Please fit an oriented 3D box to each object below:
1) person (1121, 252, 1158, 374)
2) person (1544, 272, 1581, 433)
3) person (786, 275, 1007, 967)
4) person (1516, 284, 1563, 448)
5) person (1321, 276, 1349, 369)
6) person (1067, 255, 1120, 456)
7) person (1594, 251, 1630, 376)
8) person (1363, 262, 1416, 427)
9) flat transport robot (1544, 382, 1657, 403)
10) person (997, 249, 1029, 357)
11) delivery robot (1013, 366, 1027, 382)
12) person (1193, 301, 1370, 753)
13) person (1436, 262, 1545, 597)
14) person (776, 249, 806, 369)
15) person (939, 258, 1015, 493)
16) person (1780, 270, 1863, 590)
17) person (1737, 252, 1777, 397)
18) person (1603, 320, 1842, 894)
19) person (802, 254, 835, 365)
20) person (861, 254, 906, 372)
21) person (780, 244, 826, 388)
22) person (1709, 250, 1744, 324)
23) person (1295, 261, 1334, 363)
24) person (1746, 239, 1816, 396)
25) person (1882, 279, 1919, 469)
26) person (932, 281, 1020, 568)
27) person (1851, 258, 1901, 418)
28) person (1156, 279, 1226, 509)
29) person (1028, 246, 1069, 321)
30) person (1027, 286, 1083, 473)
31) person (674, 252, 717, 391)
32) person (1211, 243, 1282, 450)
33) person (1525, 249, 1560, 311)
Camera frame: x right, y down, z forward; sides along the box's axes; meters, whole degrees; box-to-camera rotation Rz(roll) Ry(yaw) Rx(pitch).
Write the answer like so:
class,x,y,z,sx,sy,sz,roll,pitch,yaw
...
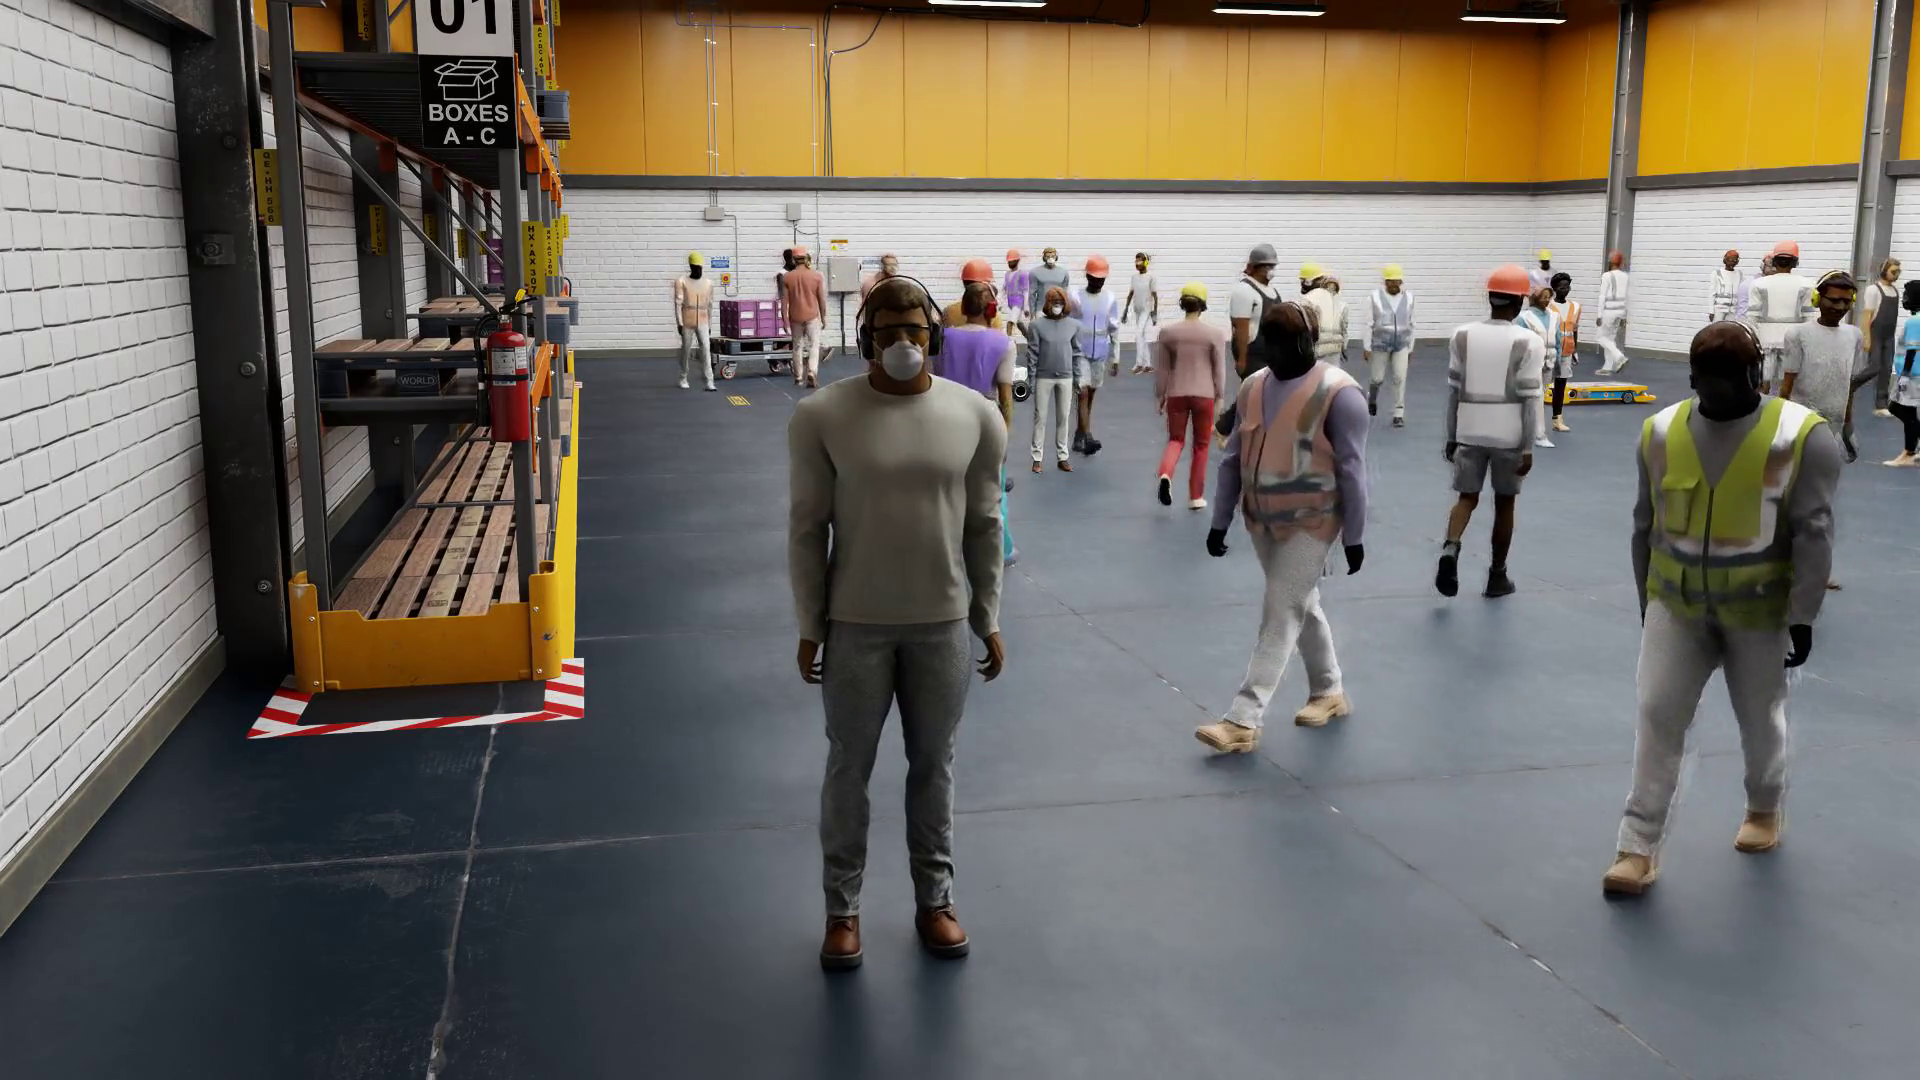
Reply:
class,x,y,z,sx,sy,sz,roll,pitch,yaw
person,2.713,-3.456,25.416,0.748,1.843,0.534,-7,12,-35
person,6.313,-1.980,17.624,0.532,1.697,0.322,-2,10,-11
person,-0.171,0.233,4.695,0.627,1.940,0.376,-2,10,-11
person,5.724,-1.750,16.583,0.521,1.609,0.775,-4,11,-21
person,4.042,-2.086,18.377,0.514,1.639,0.314,-2,10,-11
person,1.262,-1.733,15.740,0.564,1.883,0.977,-3,11,-16
person,9.791,-3.373,24.880,0.594,1.866,0.550,-6,12,-32
person,4.726,-2.166,18.372,0.606,1.804,0.729,-1,10,-3
flat transport robot,7.928,-1.858,20.903,1.431,0.197,0.652,-2,10,-12
person,0.998,-4.070,28.723,1.019,1.885,0.537,-6,12,-29
delivery robot,0.483,-2.086,21.119,0.707,0.478,0.477,-2,10,-12
person,1.307,-0.064,6.748,0.960,1.791,0.646,-7,12,-33
person,2.958,-0.589,9.326,0.558,1.916,0.703,8,13,37
person,-2.680,-3.624,26.169,0.453,1.899,0.617,4,11,20
person,0.173,-1.173,12.608,0.565,1.887,0.969,9,13,40
person,4.998,-0.627,9.677,0.520,1.865,0.333,-2,10,-11
person,8.956,-2.241,18.519,0.639,1.901,0.402,-2,10,-11
person,2.450,0.197,5.326,0.637,1.797,0.974,8,13,39
person,-2.408,-3.751,27.079,0.587,1.836,0.565,0,10,-1
person,-0.873,-2.535,20.251,0.657,1.858,0.966,-4,11,-19
person,-2.182,-3.099,23.112,0.627,2.004,0.704,0,10,1
person,11.901,-3.553,25.860,0.573,1.873,0.359,-2,10,-11
person,3.679,-1.984,17.327,0.446,1.821,0.605,9,14,41
person,8.043,-1.926,16.367,0.609,2.044,0.396,4,11,21
person,8.496,-1.469,14.815,0.390,1.688,0.537,6,12,28
person,0.090,-0.656,10.035,0.567,1.794,0.959,4,11,20
person,10.606,-2.340,19.247,0.524,1.833,0.612,-4,11,-23
person,1.711,-1.073,12.481,0.525,1.752,0.517,4,11,23
person,1.324,-3.388,24.759,0.627,1.940,0.376,-2,10,-11
person,0.833,-1.406,14.621,0.498,1.633,0.287,-2,10,-11
person,-3.637,-2.989,22.727,0.589,1.882,0.988,-5,11,-26
person,2.765,-1.774,15.535,0.654,2.000,0.684,7,12,34
person,10.207,-4.171,29.253,0.595,1.890,0.883,-1,10,-7
